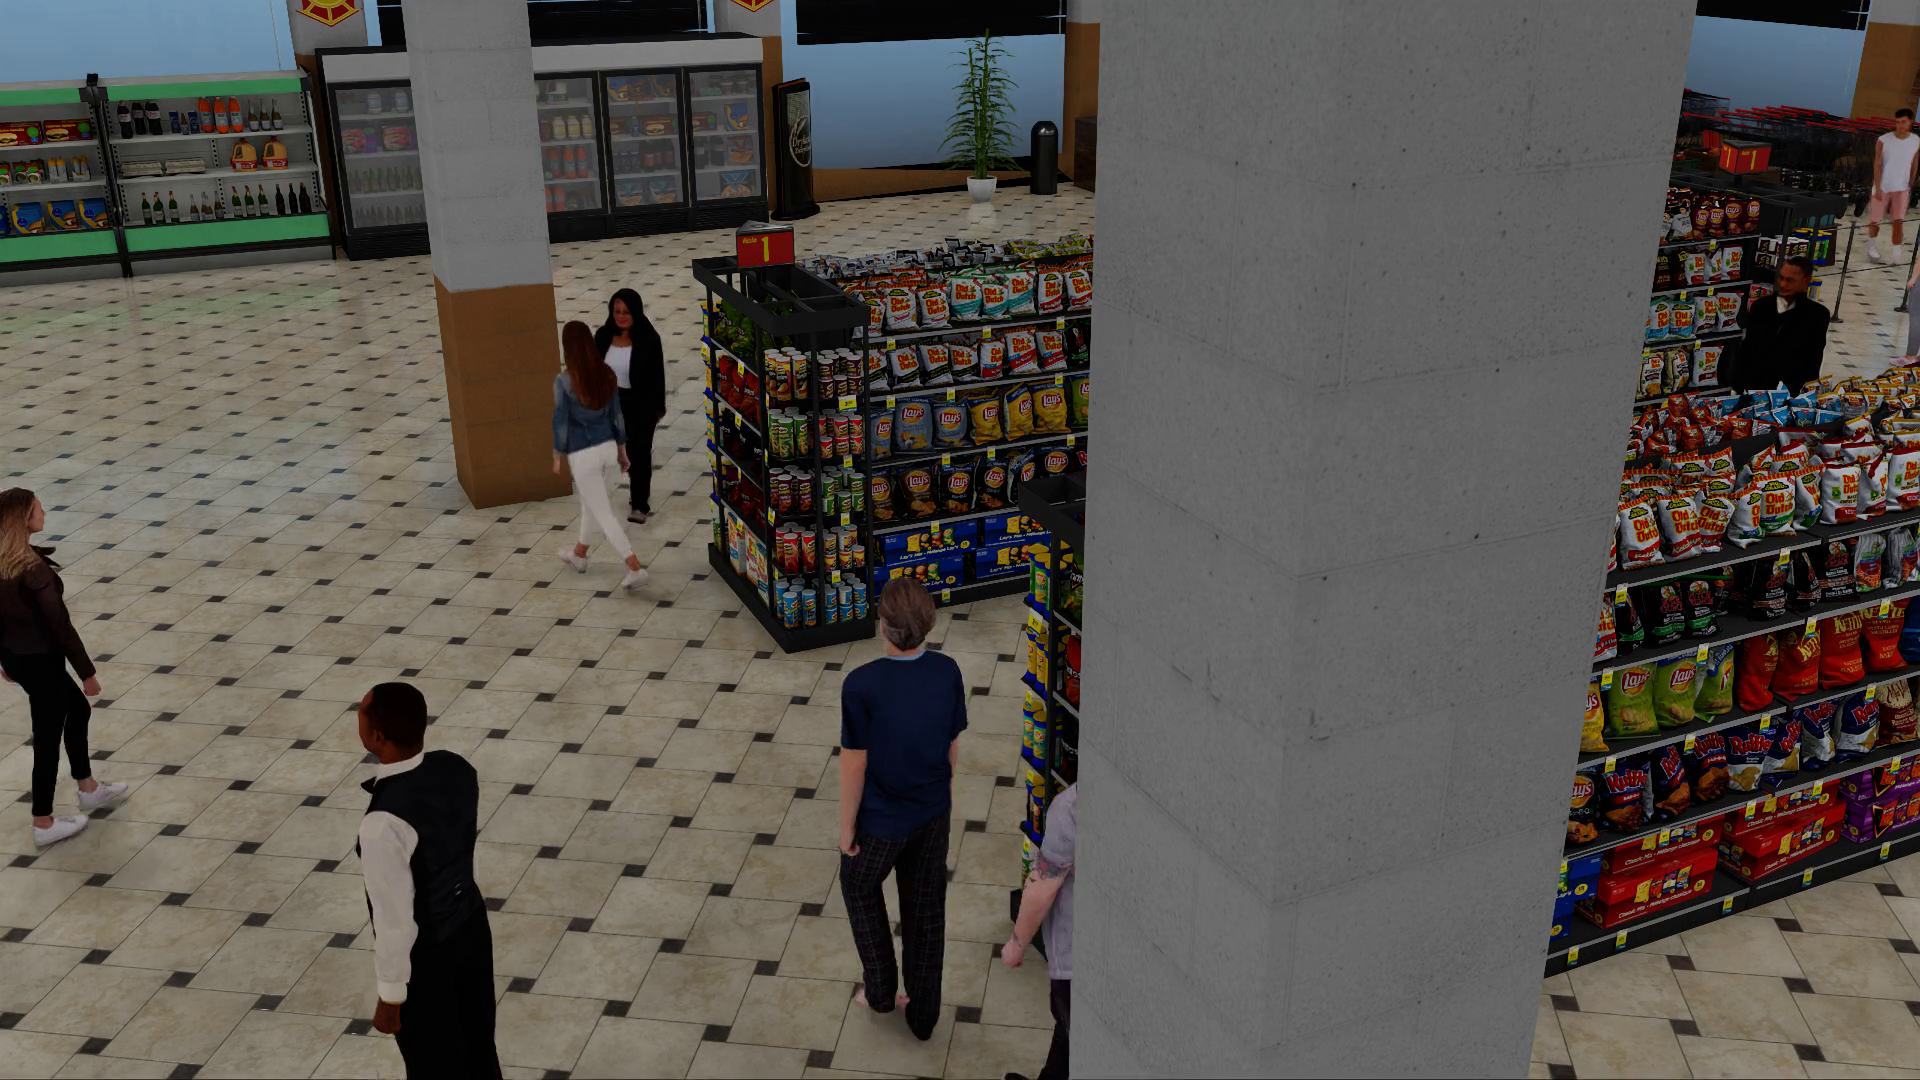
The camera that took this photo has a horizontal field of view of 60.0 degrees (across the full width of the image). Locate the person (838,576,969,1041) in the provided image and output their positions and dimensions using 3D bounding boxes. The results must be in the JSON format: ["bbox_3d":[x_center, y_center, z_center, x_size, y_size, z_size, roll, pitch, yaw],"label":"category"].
[{"bbox_3d":[-0.169,1.057,6.107,0.608,1.853,0.730,-10,24,-23],"label":"person"}]

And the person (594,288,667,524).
[{"bbox_3d":[-2.260,-0.948,11.460,1.028,1.582,1.024,3,22,8],"label":"person"}]

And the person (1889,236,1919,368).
[{"bbox_3d":[8.685,-2.332,14.869,0.513,1.609,0.650,-6,23,-15],"label":"person"}]

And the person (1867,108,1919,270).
[{"bbox_3d":[10.466,-3.957,18.753,1.121,1.729,1.177,6,23,14],"label":"person"}]

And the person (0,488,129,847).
[{"bbox_3d":[-4.208,0.609,7.450,0.806,1.684,0.879,15,26,33],"label":"person"}]

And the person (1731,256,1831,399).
[{"bbox_3d":[5.395,-0.953,11.044,0.725,1.902,0.770,-19,29,-39],"label":"person"}]

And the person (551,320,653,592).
[{"bbox_3d":[-2.180,-0.464,10.150,1.042,1.661,1.123,15,26,33],"label":"person"}]

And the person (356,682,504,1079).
[{"bbox_3d":[-1.694,1.322,5.361,0.811,1.919,0.775,5,23,13],"label":"person"}]
